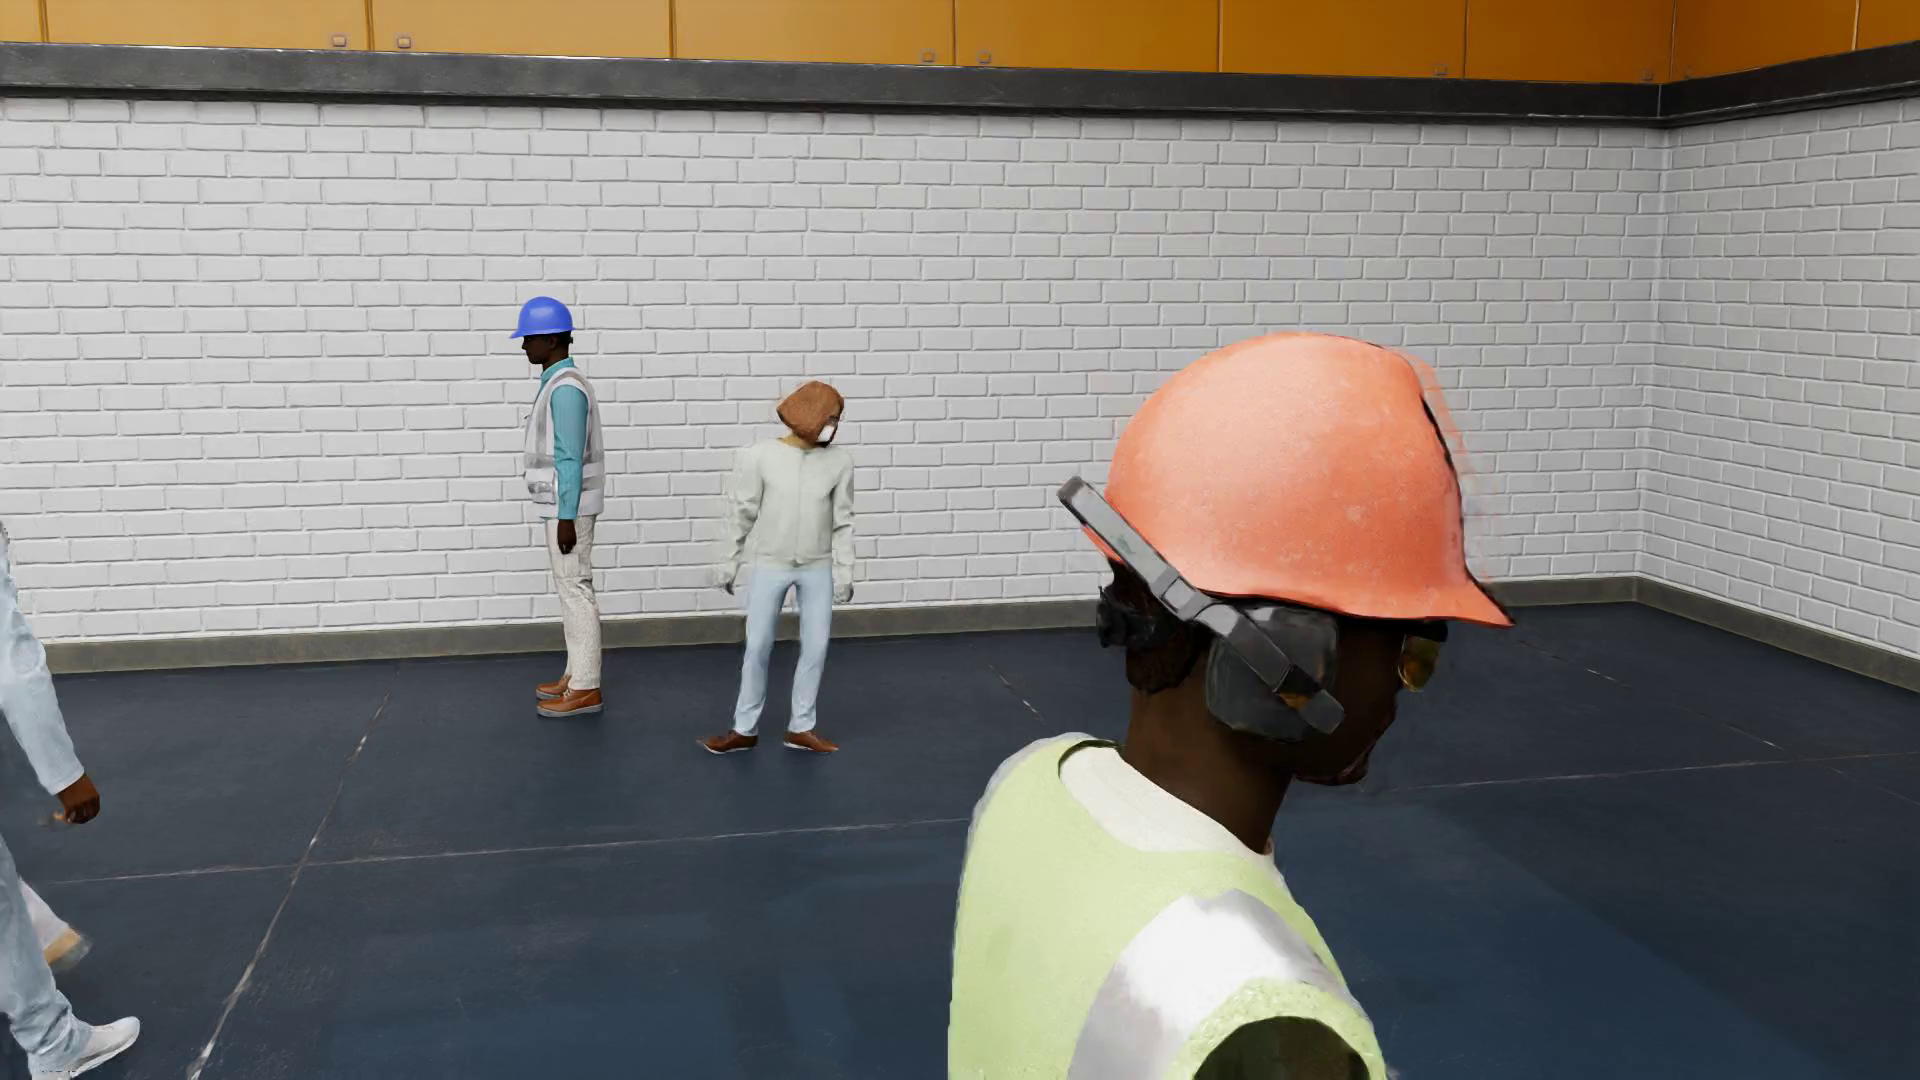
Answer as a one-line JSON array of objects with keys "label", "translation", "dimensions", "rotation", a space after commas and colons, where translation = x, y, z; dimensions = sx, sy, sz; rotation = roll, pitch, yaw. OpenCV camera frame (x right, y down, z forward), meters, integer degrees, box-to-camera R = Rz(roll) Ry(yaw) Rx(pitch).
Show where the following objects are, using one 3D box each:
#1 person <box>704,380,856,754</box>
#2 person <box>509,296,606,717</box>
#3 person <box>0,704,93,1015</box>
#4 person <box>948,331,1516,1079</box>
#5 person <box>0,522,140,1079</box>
[{"label": "person", "translation": [-0.758, 0.132, 6.984], "dimensions": [0.656, 1.605, 0.377], "rotation": [-3, 10, -18]}, {"label": "person", "translation": [-1.861, -0.160, 7.765], "dimensions": [0.412, 1.938, 0.610], "rotation": [-3, 10, -17]}, {"label": "person", "translation": [-2.665, 0.459, 4.363], "dimensions": [0.561, 1.815, 0.544], "rotation": [-5, 11, -27]}, {"label": "person", "translation": [0.190, 0.856, 1.345], "dimensions": [0.451, 2.027, 0.691], "rotation": [-3, 10, -17]}, {"label": "person", "translation": [-2.389, 0.528, 3.823], "dimensions": [0.593, 1.870, 1.015], "rotation": [5, 10, 26]}]
